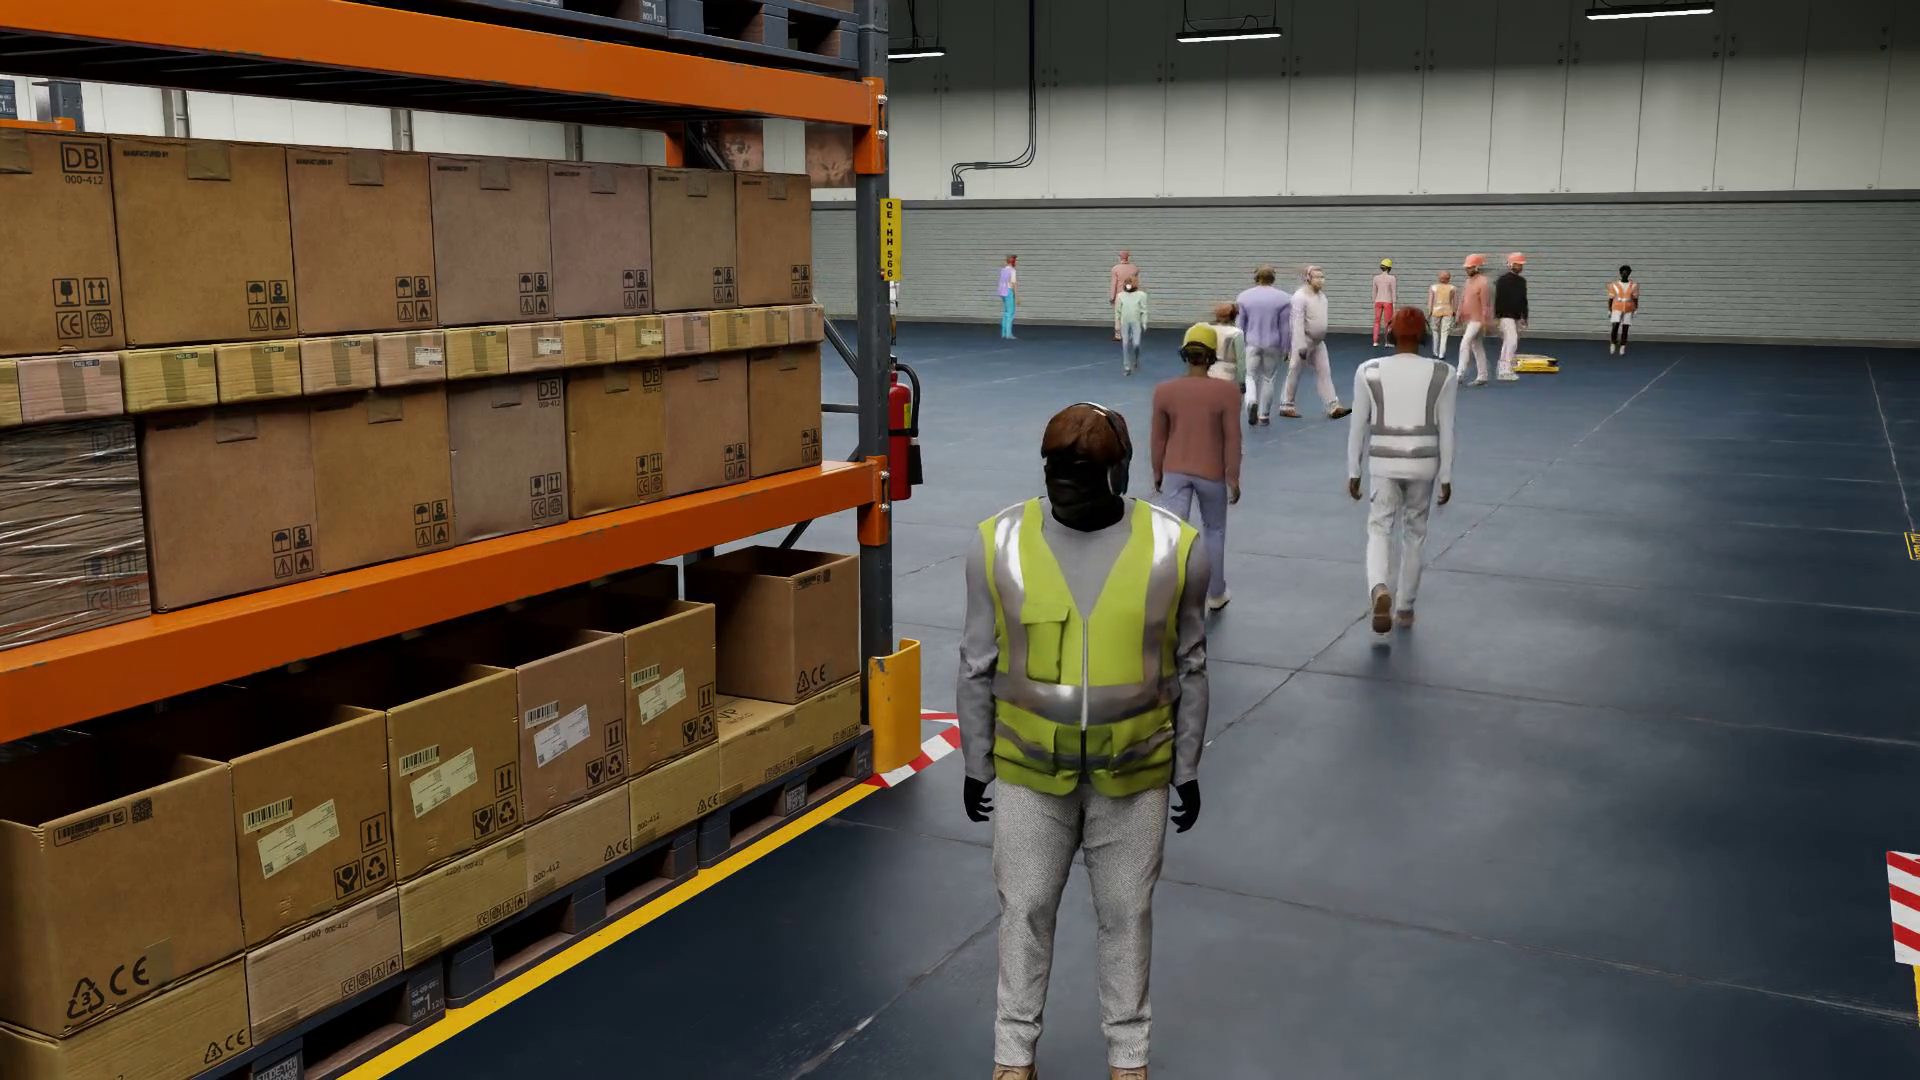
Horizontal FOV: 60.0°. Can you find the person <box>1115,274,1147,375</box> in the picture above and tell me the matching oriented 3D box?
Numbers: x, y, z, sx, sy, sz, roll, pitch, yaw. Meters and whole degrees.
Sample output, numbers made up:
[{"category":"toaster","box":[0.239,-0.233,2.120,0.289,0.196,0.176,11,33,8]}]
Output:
[{"category":"person","box":[2.724,-3.434,26.620,0.519,1.615,0.366,3,11,15]}]

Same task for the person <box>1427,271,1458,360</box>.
[{"category":"person","box":[8.763,-4.081,30.201,0.536,1.589,0.885,3,11,17]}]

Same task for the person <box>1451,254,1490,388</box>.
[{"category":"person","box":[7.473,-3.221,24.555,0.894,1.955,0.616,-1,10,-4]}]

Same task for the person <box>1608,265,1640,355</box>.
[{"category":"person","box":[12.411,-4.281,31.094,0.538,1.677,0.630,3,11,14]}]

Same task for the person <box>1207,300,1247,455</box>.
[{"category":"person","box":[2.558,-1.586,16.587,0.804,1.604,0.525,-7,13,-35]}]

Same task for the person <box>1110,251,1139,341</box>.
[{"category":"person","box":[3.472,-5.185,35.389,0.651,1.904,0.403,-4,11,-22]}]

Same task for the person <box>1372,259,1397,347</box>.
[{"category":"person","box":[8.521,-4.746,33.374,0.525,1.769,0.315,9,14,40]}]

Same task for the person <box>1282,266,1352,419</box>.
[{"category":"person","box":[4.326,-2.386,20.245,0.665,1.852,0.993,-9,14,-39]}]

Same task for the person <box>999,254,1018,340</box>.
[{"category":"person","box":[1.055,-5.229,35.839,0.407,1.834,0.564,-4,11,-22]}]

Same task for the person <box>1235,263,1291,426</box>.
[{"category":"person","box":[3.519,-2.255,19.366,0.647,1.920,0.762,2,11,11]}]

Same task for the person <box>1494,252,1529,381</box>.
[{"category":"person","box":[8.571,-3.425,25.579,0.646,1.975,0.672,-8,13,-36]}]

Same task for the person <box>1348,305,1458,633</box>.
[{"category":"person","box":[2.477,-0.380,9.348,0.588,1.857,0.787,3,11,15]}]

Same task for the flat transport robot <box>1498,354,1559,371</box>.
[{"category":"flat transport robot","box":[9.463,-2.957,27.697,0.652,0.197,1.431,1,10,5]}]

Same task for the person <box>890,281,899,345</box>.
[{"category":"person","box":[-1.502,-4.923,33.857,0.548,1.942,0.343,-5,11,-24]}]

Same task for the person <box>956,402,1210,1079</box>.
[{"category":"person","box":[0.305,0.572,4.176,0.633,1.839,0.429,1,10,4]}]

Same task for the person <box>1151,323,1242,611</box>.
[{"category":"person","box":[1.390,-0.390,9.680,0.552,1.729,0.826,4,11,19]}]
